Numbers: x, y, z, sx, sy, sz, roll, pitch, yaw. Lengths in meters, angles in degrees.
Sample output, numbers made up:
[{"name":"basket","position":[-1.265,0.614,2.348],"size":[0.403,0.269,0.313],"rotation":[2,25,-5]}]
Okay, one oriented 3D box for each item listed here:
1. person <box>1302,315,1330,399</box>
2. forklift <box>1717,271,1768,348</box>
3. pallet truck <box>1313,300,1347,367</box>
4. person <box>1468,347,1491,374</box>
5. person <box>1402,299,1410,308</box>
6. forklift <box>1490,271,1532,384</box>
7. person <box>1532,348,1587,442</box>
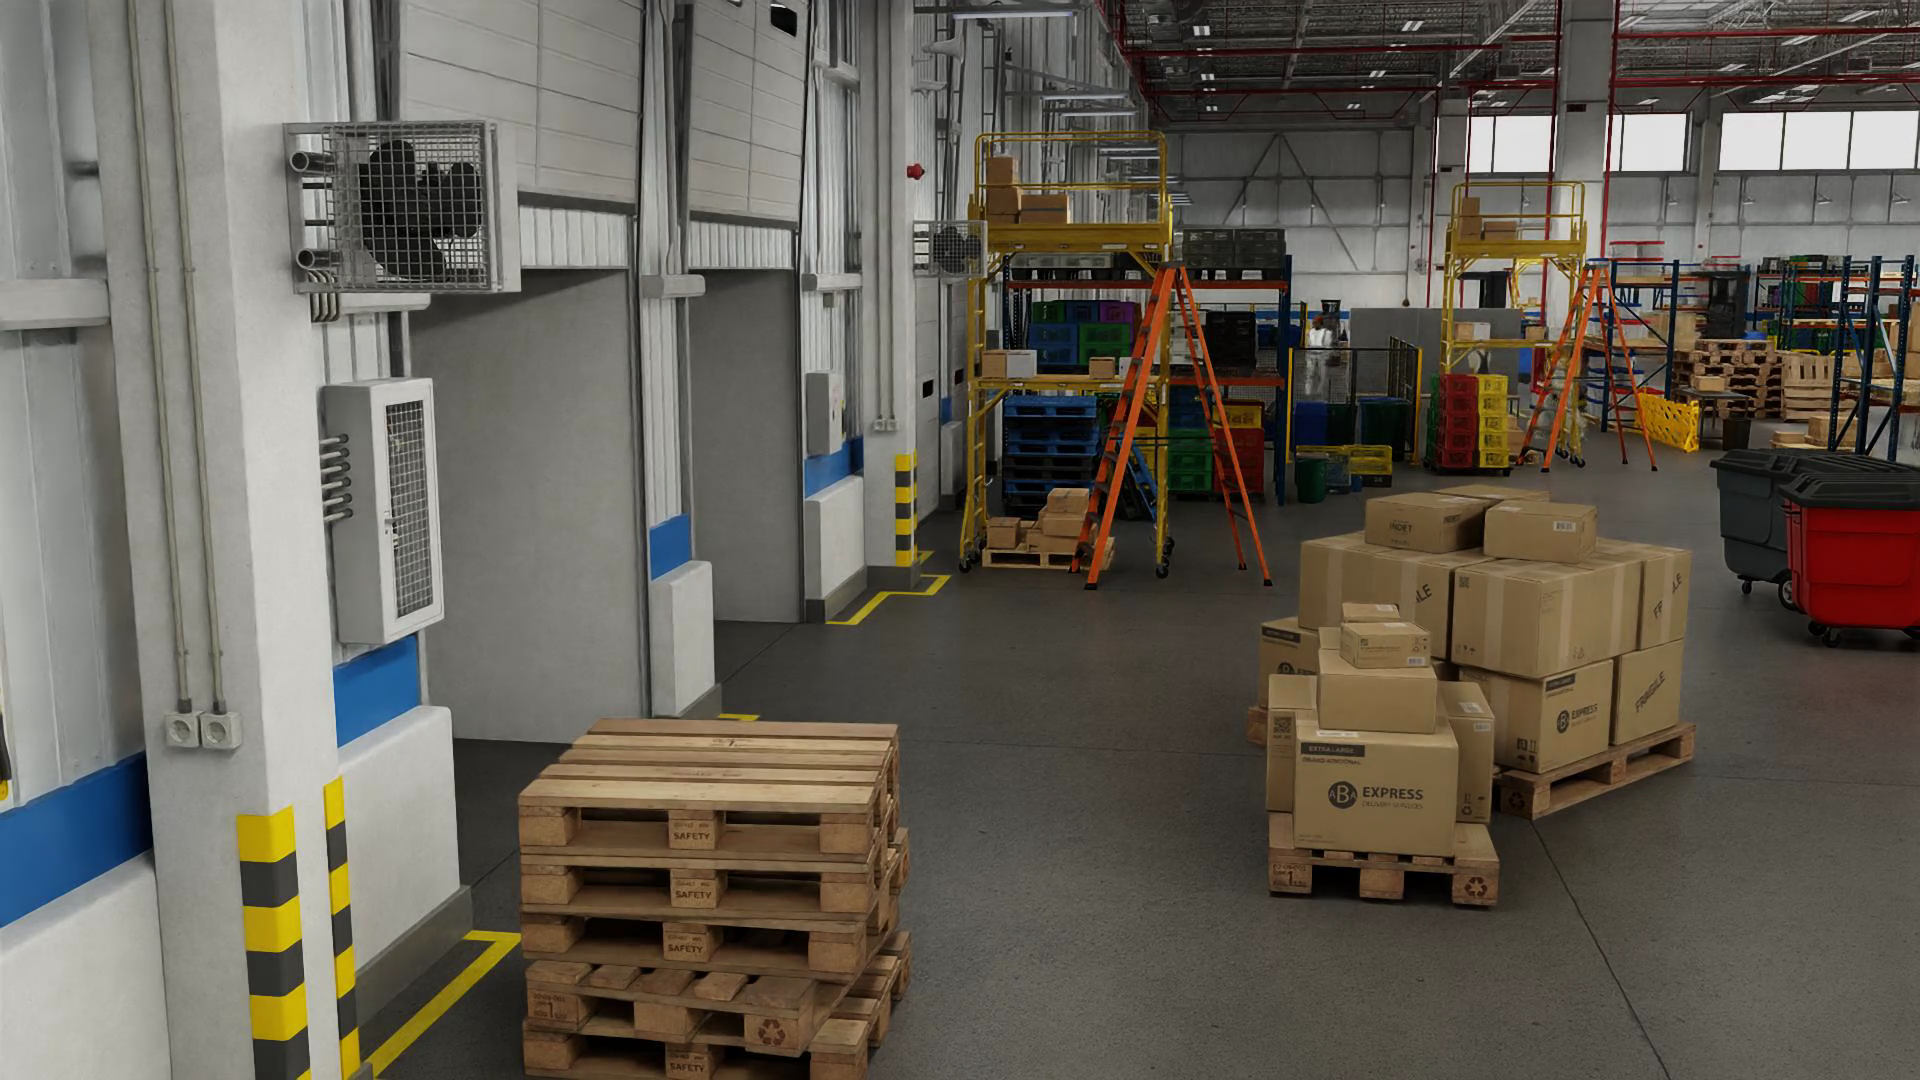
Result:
[{"name":"person","position":[7.852,-4.014,36.675],"size":[0.597,1.849,0.872],"rotation":[5,10,27]},{"name":"forklift","position":[22.117,-6.311,47.692],"size":[1.873,2.768,1.129],"rotation":[-3,10,-17]},{"name":"pallet truck","position":[11.159,-6.200,49.718],"size":[0.823,1.965,1.885],"rotation":[4,10,26]},{"name":"person","position":[8.699,-2.601,28.142],"size":[0.503,1.789,0.987],"rotation":[-4,10,-22]},{"name":"person","position":[14.308,-6.776,53.458],"size":[0.632,1.940,0.372],"rotation":[1,9,9]},{"name":"forklift","position":[13.422,-5.322,41.591],"size":[1.873,2.768,1.129],"rotation":[1,9,9]},{"name":"person","position":[10.047,-2.467,27.692],"size":[0.522,1.679,0.958],"rotation":[-4,10,-25]}]
